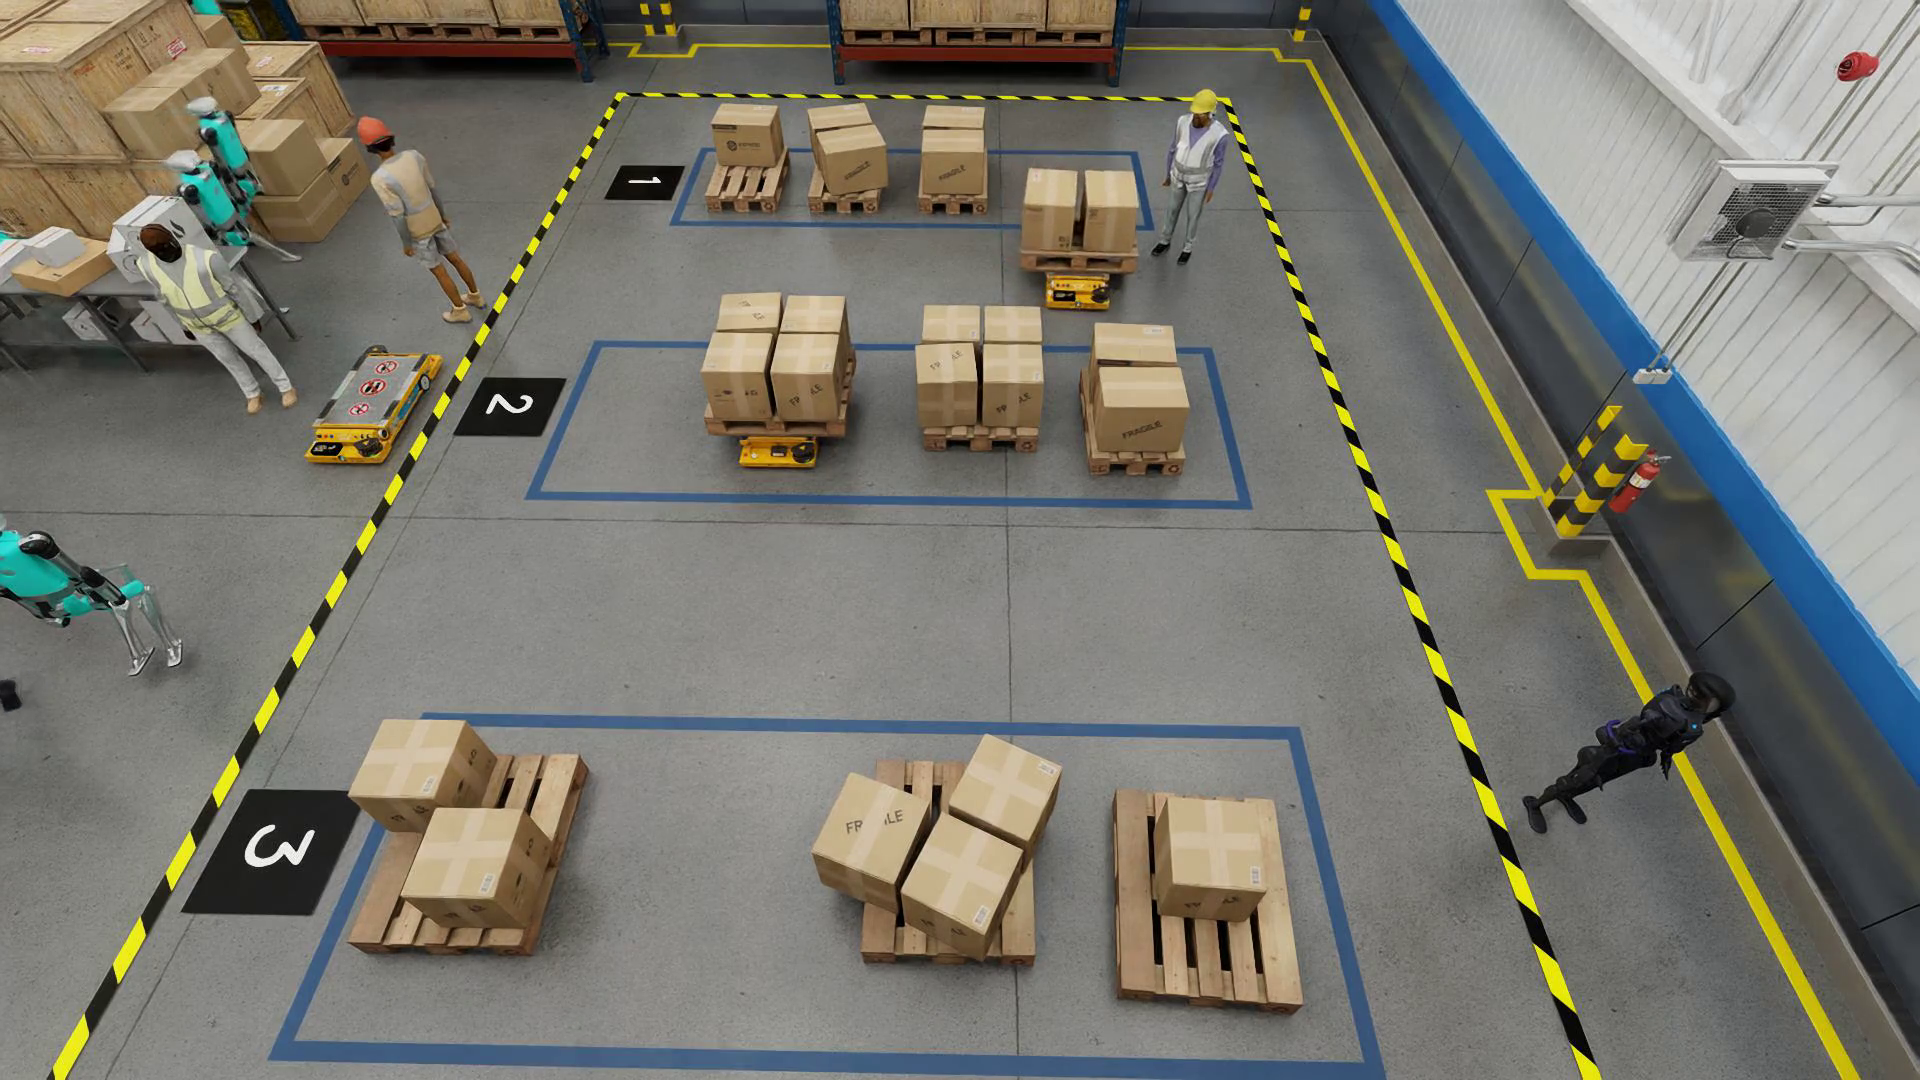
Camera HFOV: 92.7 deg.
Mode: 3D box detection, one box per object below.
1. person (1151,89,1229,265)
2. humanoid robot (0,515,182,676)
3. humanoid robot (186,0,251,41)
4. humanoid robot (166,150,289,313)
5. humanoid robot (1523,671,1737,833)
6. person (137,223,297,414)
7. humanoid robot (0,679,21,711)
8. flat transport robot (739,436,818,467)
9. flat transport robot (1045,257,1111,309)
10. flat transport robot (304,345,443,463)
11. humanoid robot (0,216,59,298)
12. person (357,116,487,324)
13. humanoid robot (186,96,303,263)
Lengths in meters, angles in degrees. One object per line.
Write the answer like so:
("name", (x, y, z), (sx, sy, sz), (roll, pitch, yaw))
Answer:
("person", (2.389, -3.745, 9.510), (0.589, 1.833, 0.404), (31, 56, 23))
("humanoid robot", (-5.834, 0.258, 6.098), (0.533, 1.677, 0.735), (-11, 51, -9))
("humanoid robot", (-9.219, -6.363, 11.827), (0.747, 1.841, 0.539), (-1, 50, 0))
("humanoid robot", (-7.214, -2.836, 8.875), (0.810, 1.883, 0.544), (-2, 50, -1))
("humanoid robot", (3.920, 1.256, 5.370), (0.599, 1.659, 0.315), (-7, 50, -6))
("person", (-6.441, -1.904, 7.957), (0.631, 1.834, 0.429), (-12, 51, -10))
("humanoid robot", (-6.744, 0.851, 5.750), (0.589, 1.642, 0.701), (-4, 50, -3))
("flat transport robot", (-1.582, -1.235, 8.394), (0.652, 0.197, 1.431), (1, 50, 1))
("flat transport robot", (1.251, -3.001, 9.888), (0.652, 0.197, 1.431), (2, 50, 2))
("flat transport robot", (-5.383, -1.269, 8.441), (0.659, 0.231, 1.431), (1, 50, 1))
("humanoid robot", (-9.535, -3.097, 9.046), (1.022, 1.753, 0.541), (-5, 50, -4))
("person", (-5.150, -3.005, 8.750), (0.385, 2.039, 0.612), (13, 51, 10))
("humanoid robot", (-7.686, -3.630, 9.486), (0.964, 1.776, 0.558), (-6, 50, -5))
